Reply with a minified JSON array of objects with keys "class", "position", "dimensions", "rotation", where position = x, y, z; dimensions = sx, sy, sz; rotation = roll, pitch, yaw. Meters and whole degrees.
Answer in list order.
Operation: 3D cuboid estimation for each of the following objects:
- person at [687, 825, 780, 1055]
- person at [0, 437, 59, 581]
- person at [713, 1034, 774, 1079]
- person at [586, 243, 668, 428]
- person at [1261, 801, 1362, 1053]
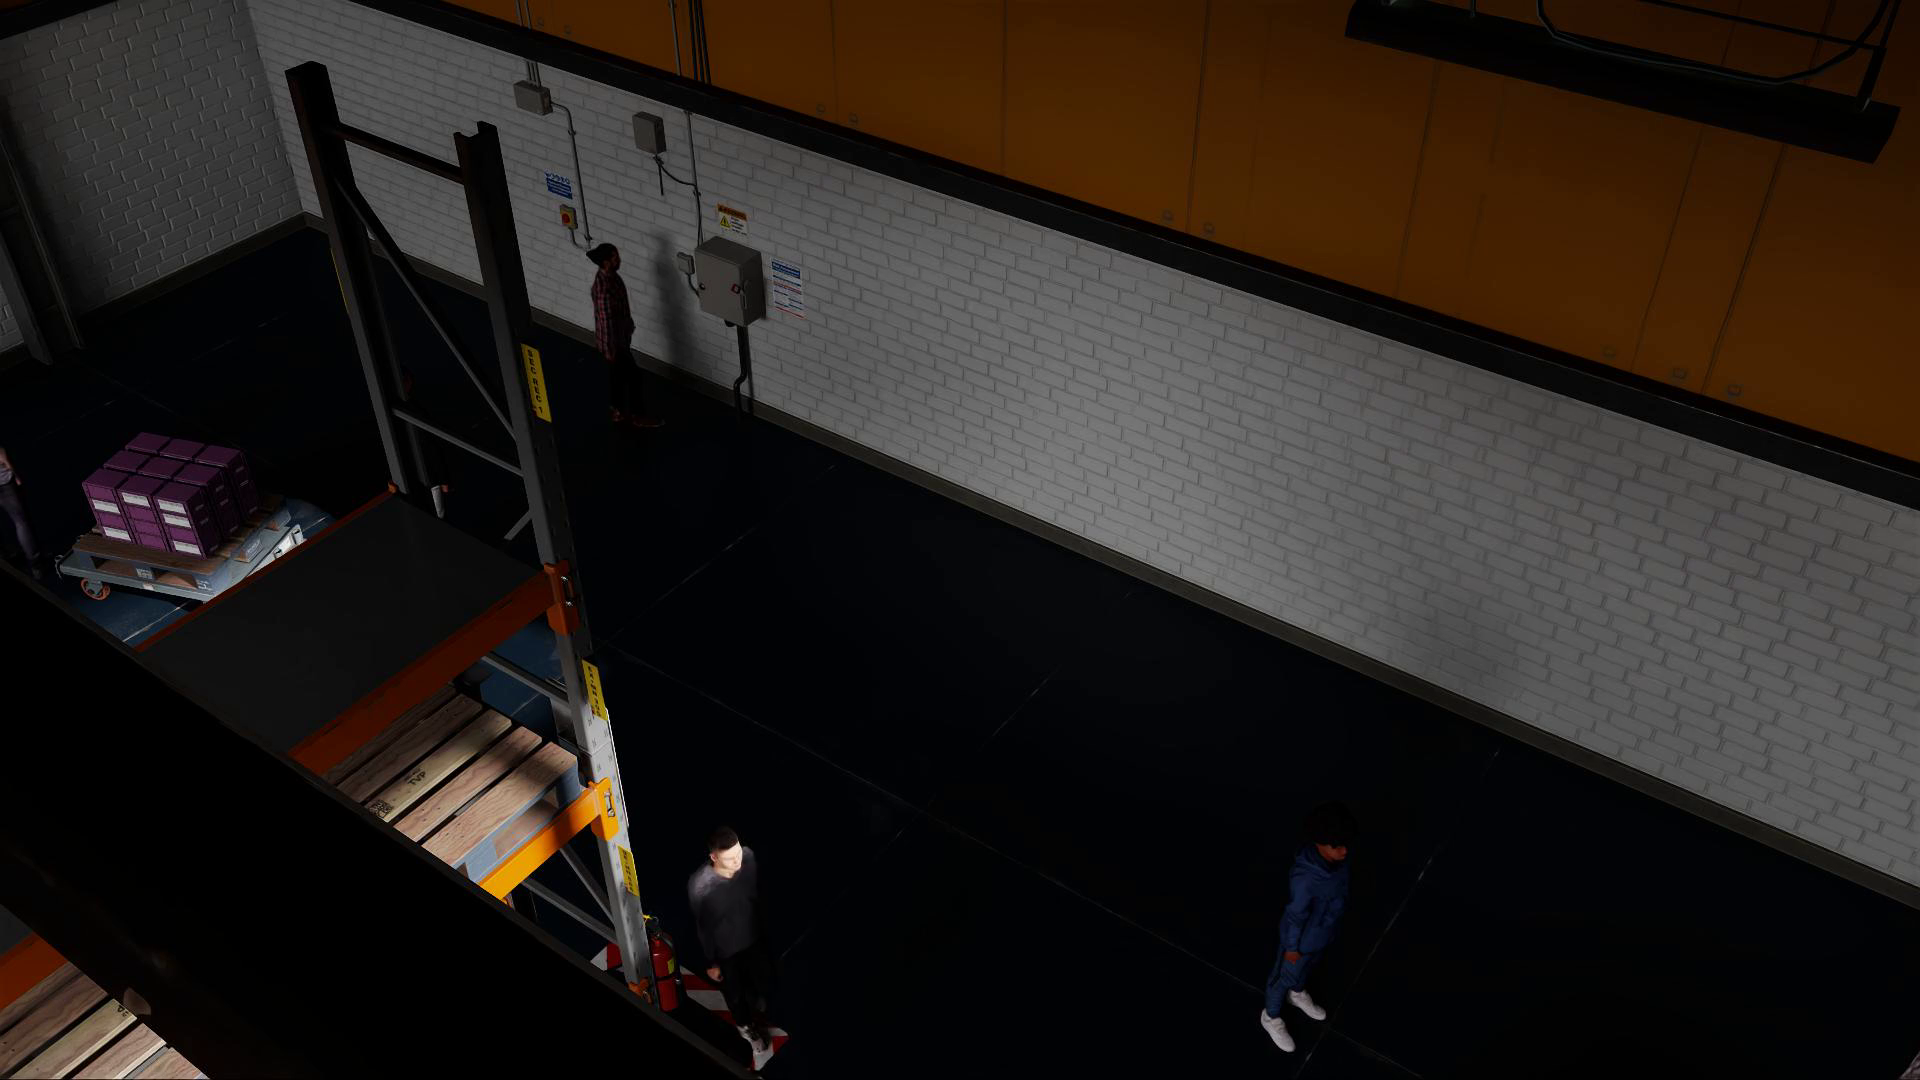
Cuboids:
[{"class":"person","position":[-1.321,2.199,9.394],"dimensions":[0.717,1.753,0.777],"rotation":[-27,46,-30]},{"class":"person","position":[-7.421,-0.476,12.681],"dimensions":[0.743,1.832,0.750],"rotation":[4,39,5]},{"class":"person","position":[-0.995,2.999,8.320],"dimensions":[0.723,1.844,0.883],"rotation":[17,42,20]},{"class":"person","position":[-3.027,-1.745,14.333],"dimensions":[0.972,1.753,0.911],"rotation":[-5,39,-7]},{"class":"person","position":[1.987,2.151,9.410],"dimensions":[0.555,1.808,0.775],"rotation":[-32,48,-33]}]
